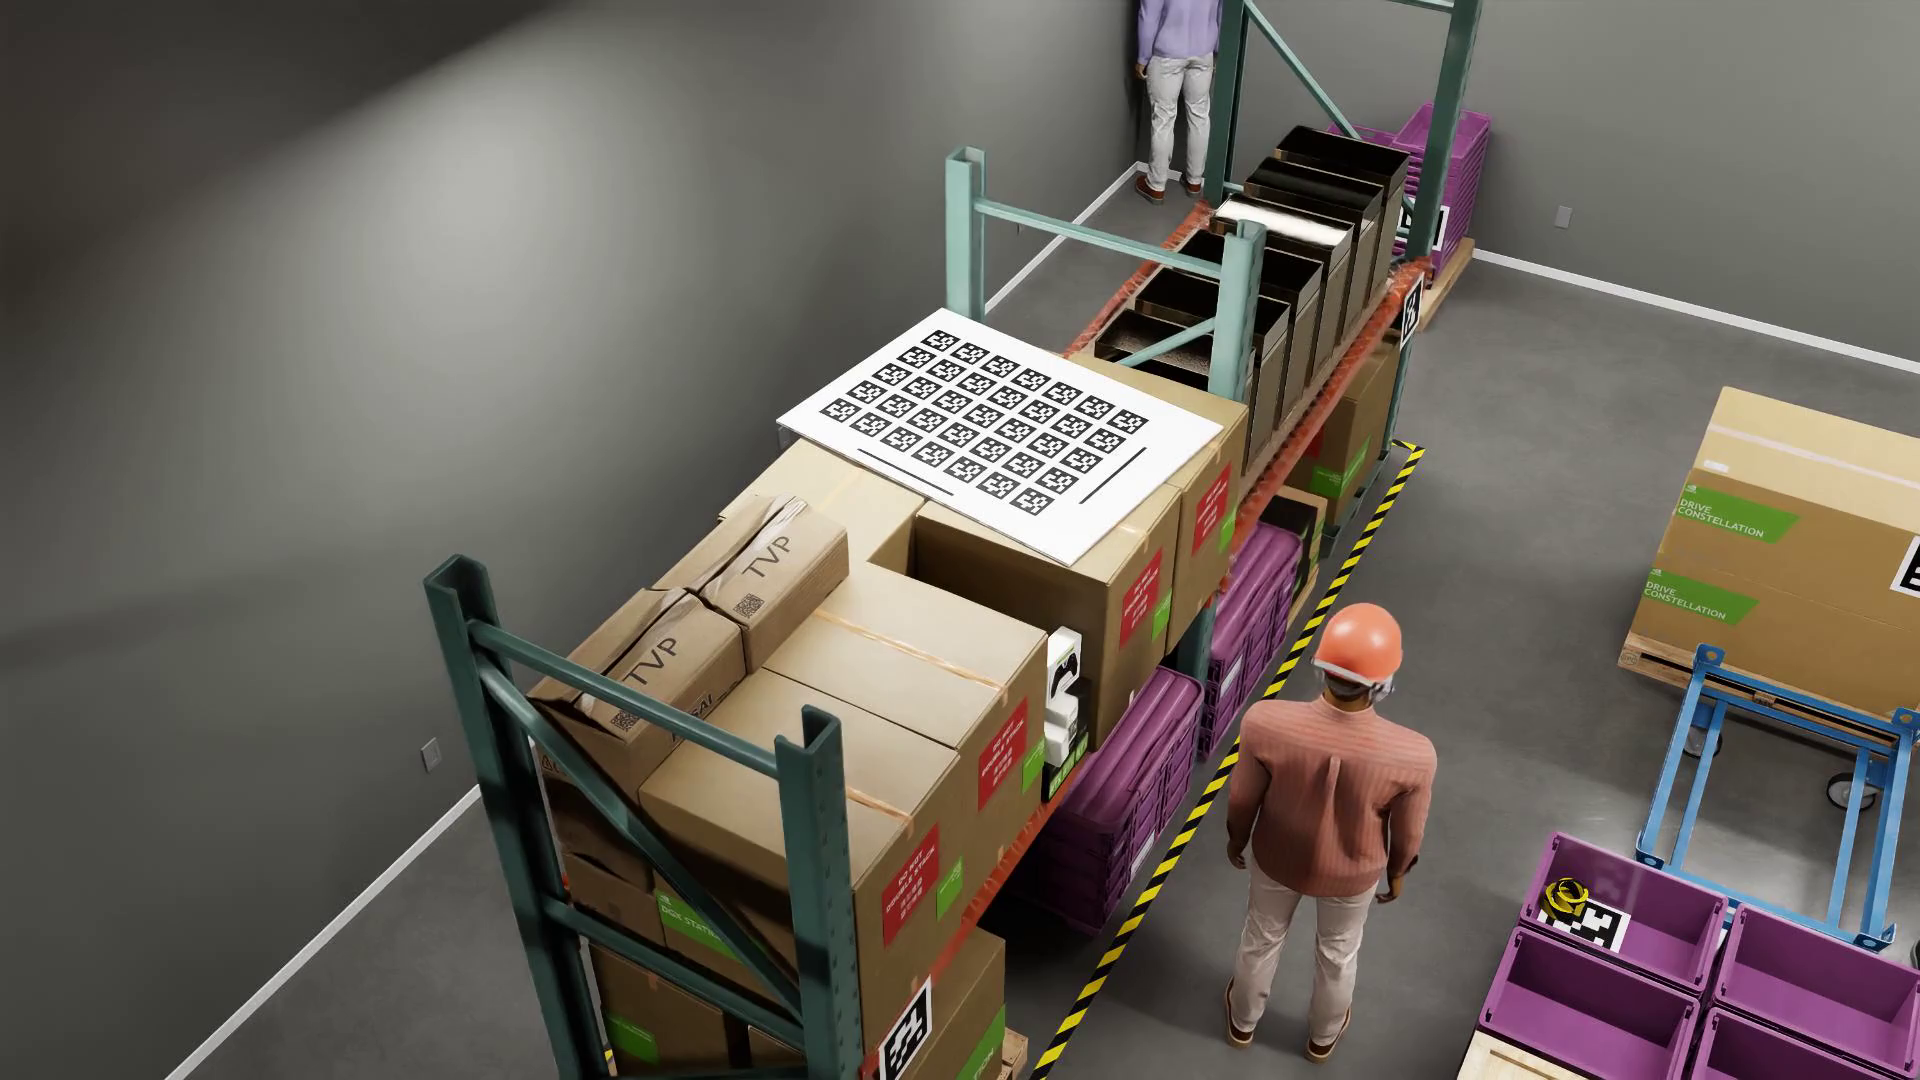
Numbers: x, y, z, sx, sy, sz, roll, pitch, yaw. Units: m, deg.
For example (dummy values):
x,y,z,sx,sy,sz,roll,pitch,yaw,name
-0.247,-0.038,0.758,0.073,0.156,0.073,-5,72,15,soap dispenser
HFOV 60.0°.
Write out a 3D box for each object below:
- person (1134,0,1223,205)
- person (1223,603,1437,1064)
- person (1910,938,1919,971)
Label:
x,y,z,sx,sy,sz,roll,pitch,yaw,name
1.351,-2.983,10.152,0.631,1.940,0.372,-11,41,-13,person
1.156,0.995,5.374,0.611,1.986,0.388,10,41,12,person
3.713,0.946,5.550,0.600,1.831,0.404,22,45,24,person
